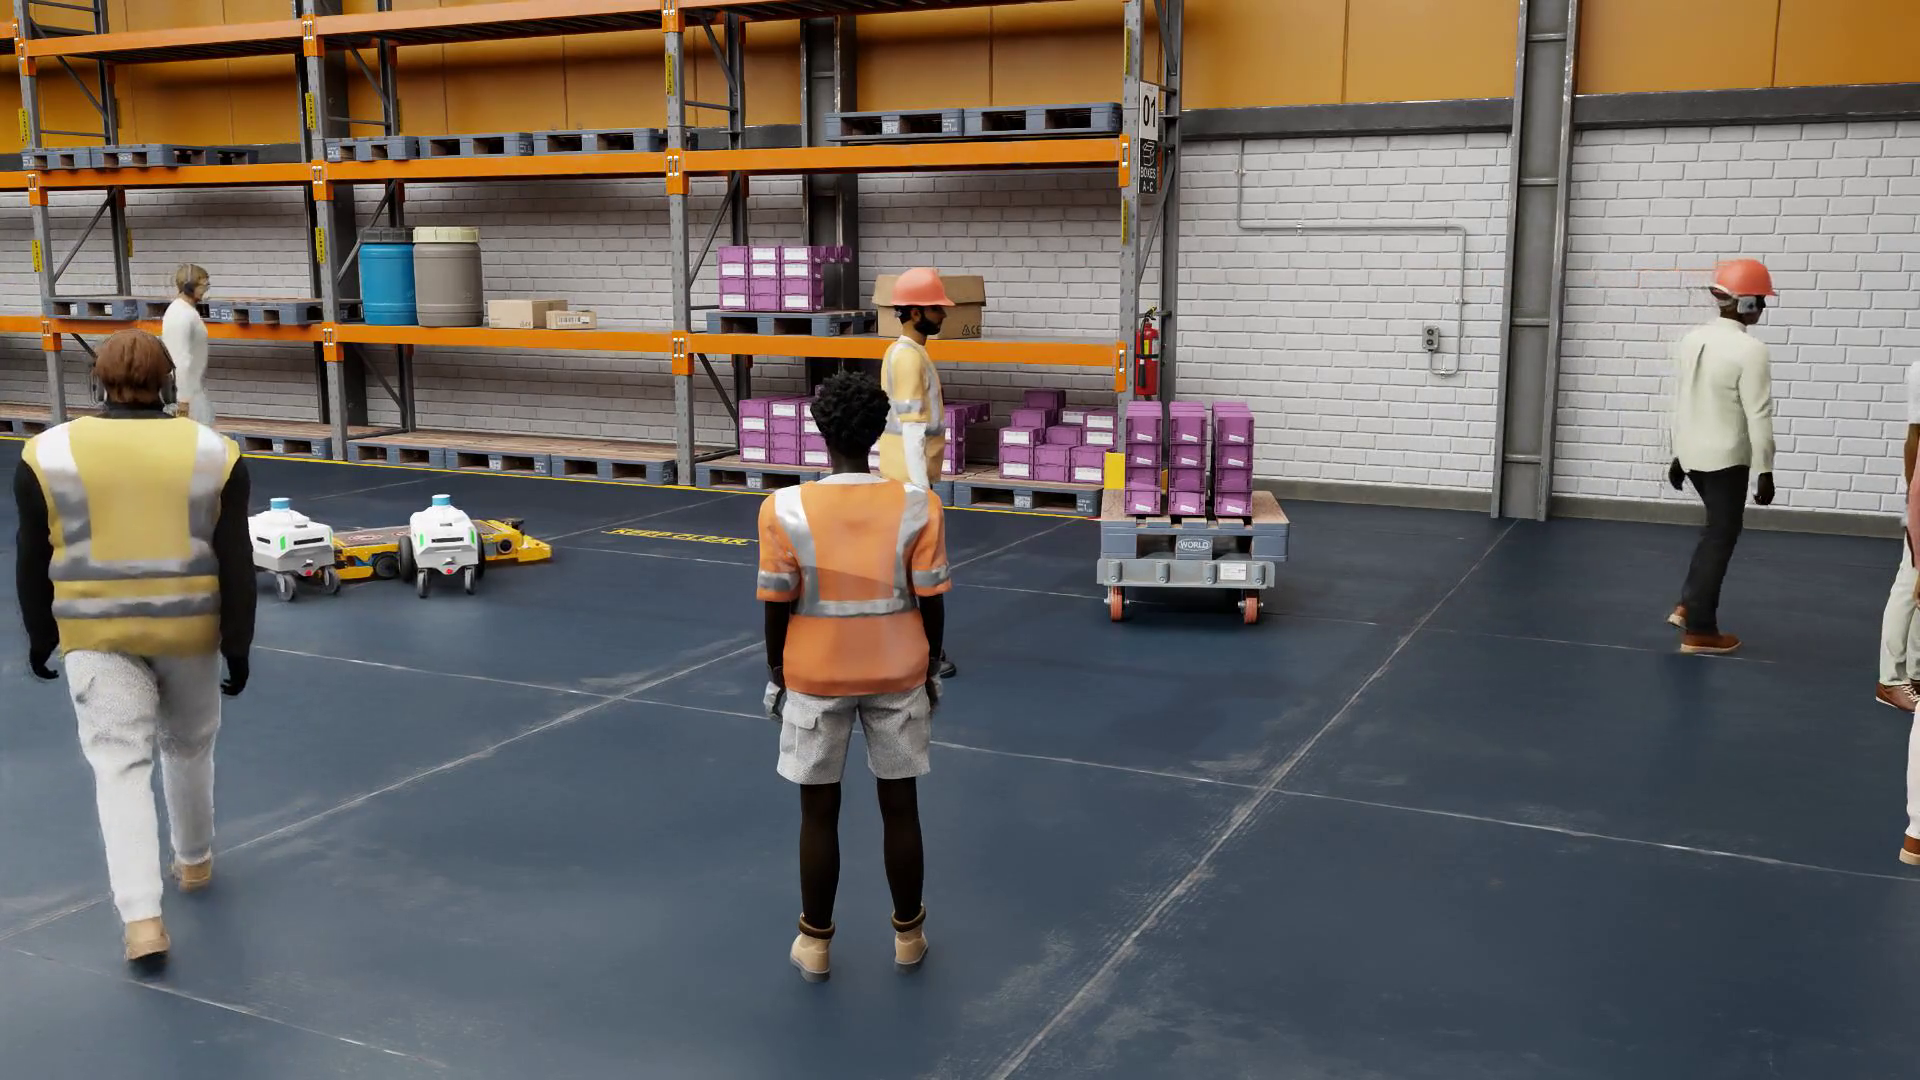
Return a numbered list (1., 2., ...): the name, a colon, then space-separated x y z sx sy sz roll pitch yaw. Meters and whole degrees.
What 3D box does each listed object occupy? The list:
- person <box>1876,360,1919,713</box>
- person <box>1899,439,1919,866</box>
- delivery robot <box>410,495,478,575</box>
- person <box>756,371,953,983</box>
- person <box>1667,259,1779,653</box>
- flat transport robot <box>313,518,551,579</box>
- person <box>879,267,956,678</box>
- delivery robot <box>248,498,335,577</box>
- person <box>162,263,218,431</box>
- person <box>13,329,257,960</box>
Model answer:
1. person: 4.324 -0.177 7.312 0.518 1.874 0.329 -6 11 -30
2. person: 3.336 0.113 5.297 0.396 1.993 0.618 -4 11 -23
3. delivery robot: -3.091 -0.027 9.946 0.477 0.478 0.707 -4 11 -21
4. person: -0.290 0.383 4.600 0.539 1.697 0.317 -2 10 -10
5. person: 3.833 -0.405 8.309 0.460 1.973 0.646 -2 10 -9
6. flat transport robot: -3.421 0.043 10.629 1.431 0.197 0.652 -6 12 -32
7. person: -0.203 -0.318 7.920 0.362 1.939 0.542 -1 10 -7
8. delivery robot: -4.004 -0.005 9.823 0.707 0.478 0.477 9 14 43
9. person: -5.775 -1.092 12.405 0.480 1.918 0.664 -4 11 -24
10. person: -2.409 0.281 4.907 0.627 1.799 0.954 -5 11 -28
